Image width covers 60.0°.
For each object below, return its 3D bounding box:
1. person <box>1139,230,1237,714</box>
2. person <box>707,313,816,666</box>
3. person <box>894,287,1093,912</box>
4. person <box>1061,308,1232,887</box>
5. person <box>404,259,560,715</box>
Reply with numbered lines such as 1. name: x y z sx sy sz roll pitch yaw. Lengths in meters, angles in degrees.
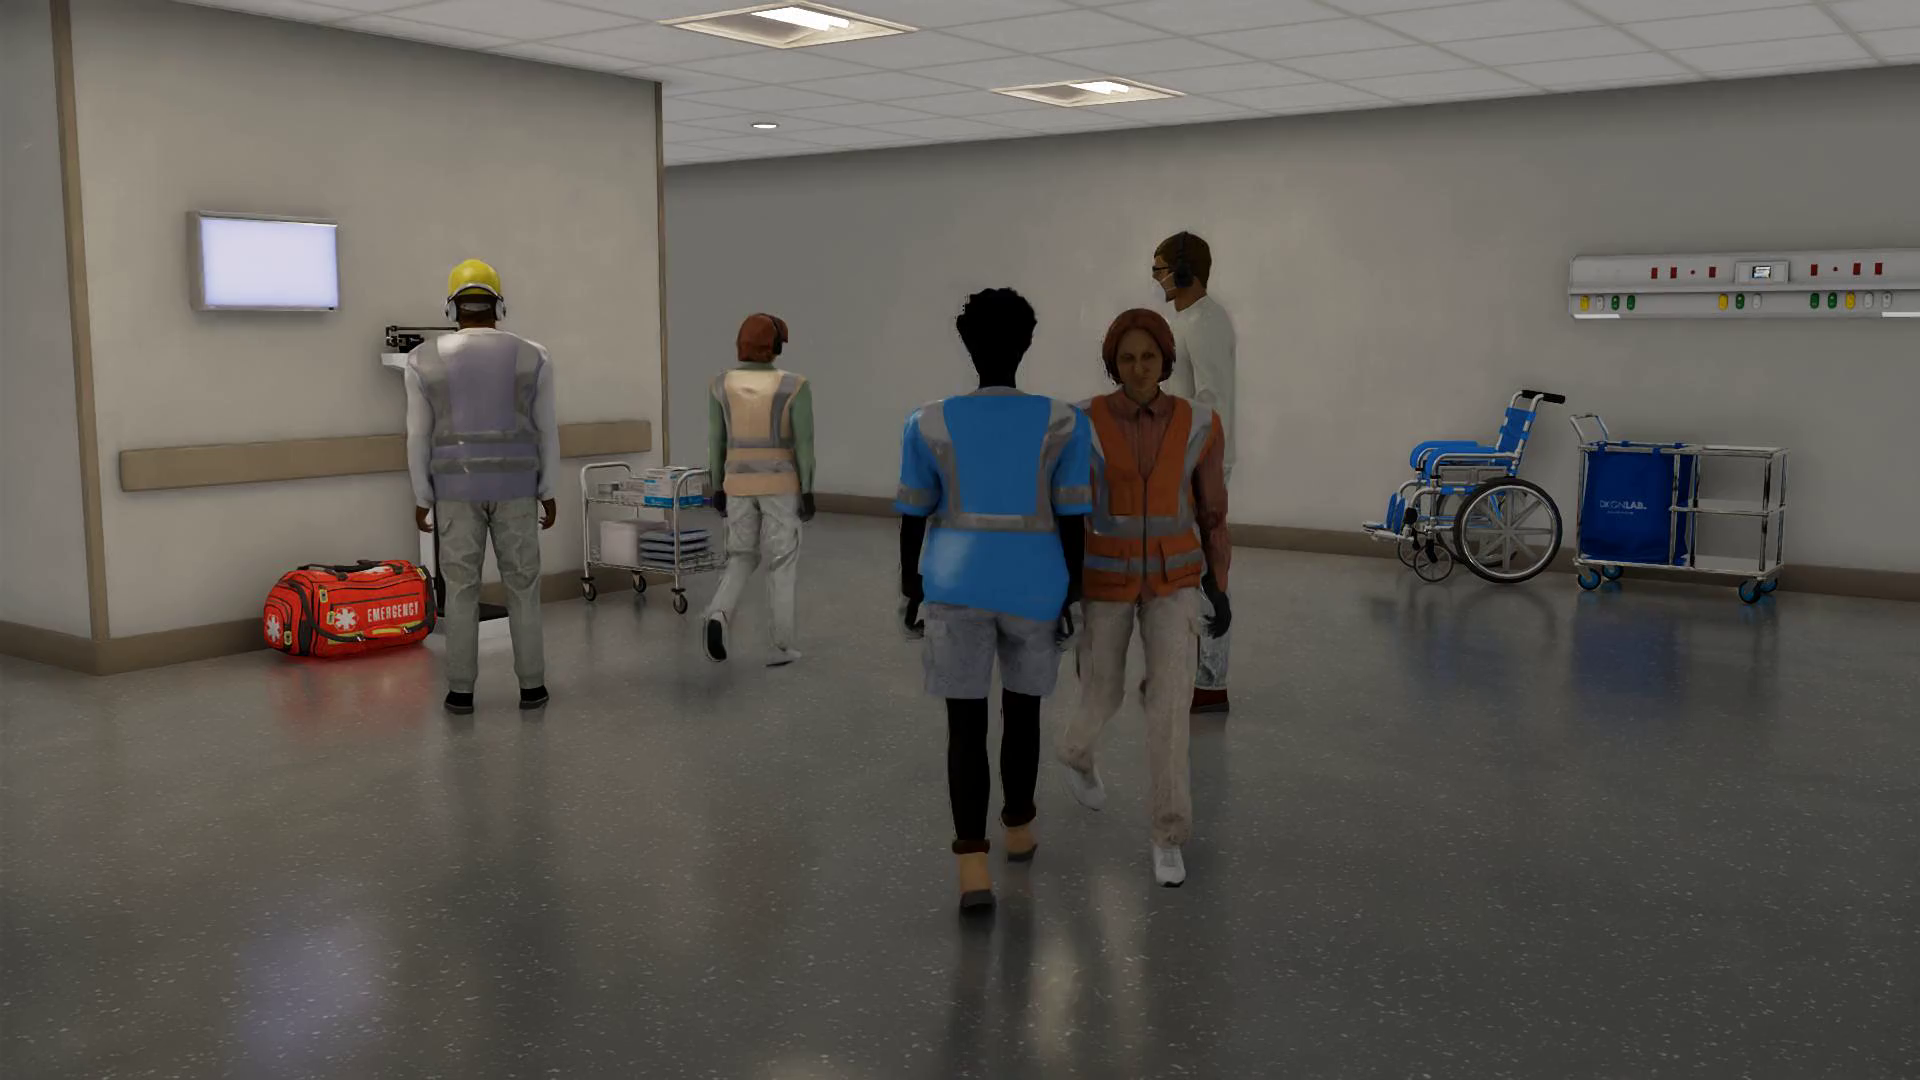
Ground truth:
1. person: 0.936 -0.269 6.726 0.355 1.936 0.633 0 7 -2
2. person: -0.922 -0.212 7.534 0.519 1.629 0.474 3 8 20
3. person: 0.090 0.154 4.503 0.537 1.676 0.817 0 7 -1
4. person: 0.502 0.128 4.855 0.551 1.607 0.711 0 7 -3
5. person: -1.910 -0.209 6.696 0.586 1.826 0.403 -2 7 -18
